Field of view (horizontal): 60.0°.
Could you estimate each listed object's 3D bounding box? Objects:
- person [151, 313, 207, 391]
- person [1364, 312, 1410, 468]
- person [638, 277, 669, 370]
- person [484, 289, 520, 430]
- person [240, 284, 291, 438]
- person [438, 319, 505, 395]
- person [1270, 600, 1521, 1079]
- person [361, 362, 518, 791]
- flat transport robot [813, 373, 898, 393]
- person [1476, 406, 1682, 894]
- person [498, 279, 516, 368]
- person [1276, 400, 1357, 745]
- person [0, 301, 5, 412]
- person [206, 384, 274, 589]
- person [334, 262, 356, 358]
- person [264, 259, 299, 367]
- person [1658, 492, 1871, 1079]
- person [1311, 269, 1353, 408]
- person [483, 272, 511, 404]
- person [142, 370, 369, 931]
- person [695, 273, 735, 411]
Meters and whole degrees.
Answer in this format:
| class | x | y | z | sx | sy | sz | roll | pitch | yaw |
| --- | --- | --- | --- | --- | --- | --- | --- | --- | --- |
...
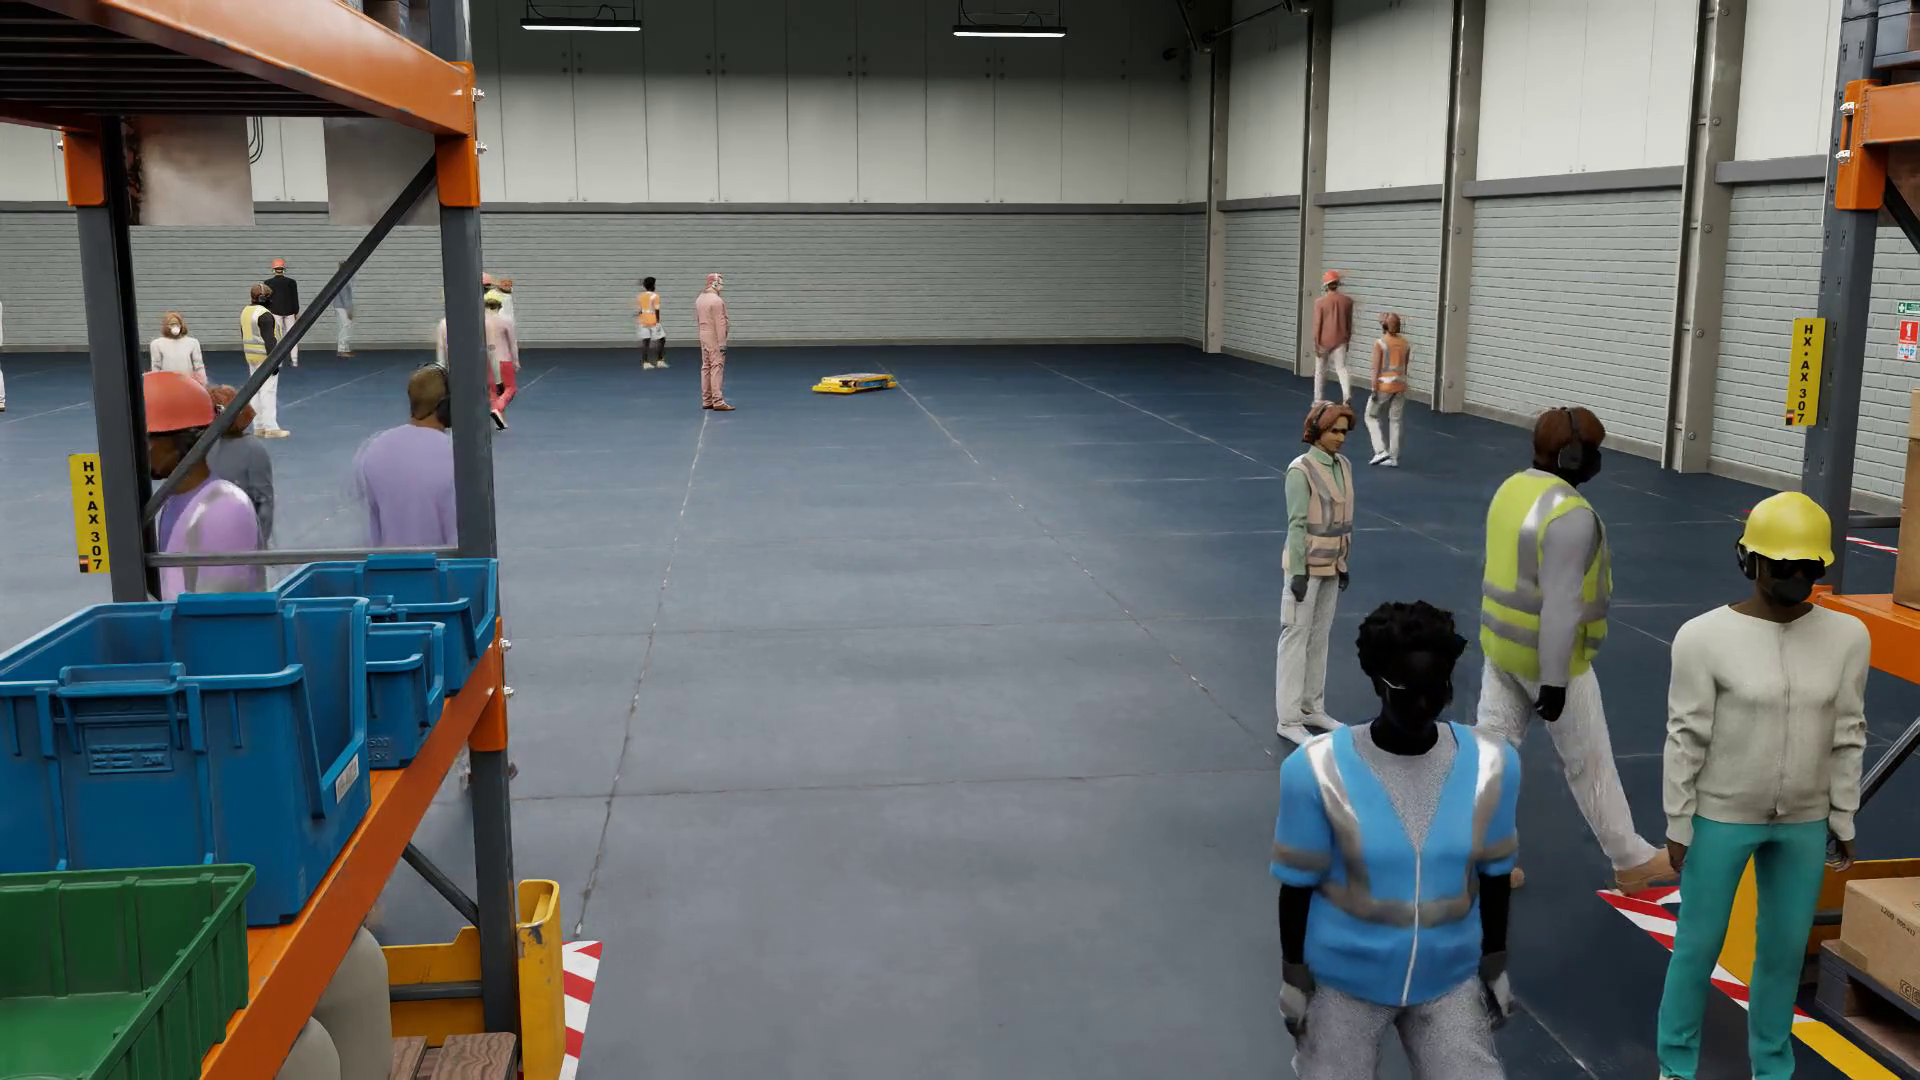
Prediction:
| class | x | y | z | sx | sy | sz | roll | pitch | yaw |
| --- | --- | --- | --- | --- | --- | --- | --- | --- | --- |
| person | -8.480 | -1.672 | 18.074 | 0.512 | 1.590 | 0.846 | -8 | 13 | -36 |
| person | 4.474 | -1.565 | 17.381 | 0.529 | 1.624 | 0.370 | -5 | 11 | -24 |
| person | -5.566 | -3.944 | 30.254 | 0.559 | 1.676 | 0.604 | 7 | 13 | 35 |
| person | -5.749 | -2.220 | 20.609 | 0.545 | 1.751 | 0.529 | 2 | 11 | 11 |
| person | -8.360 | -2.148 | 20.003 | 0.633 | 1.839 | 0.429 | 9 | 14 | 42 |
| person | -5.078 | -1.686 | 17.291 | 0.600 | 1.909 | 0.566 | 3 | 11 | 16 |
| person | 0.928 | 0.931 | 3.586 | 0.544 | 1.671 | 0.370 | -1 | 10 | -3 |
| person | -2.256 | 0.215 | 6.897 | 0.642 | 1.900 | 0.980 | 4 | 11 | 23 |
| flat transport robot | -1.630 | -2.475 | 26.094 | 0.652 | 0.197 | 1.431 | 6 | 12 | 31 |
| person | 2.228 | 0.415 | 6.046 | 0.919 | 1.798 | 0.659 | -1 | 10 | -6 |
| person | -8.297 | -3.958 | 30.486 | 0.286 | 1.632 | 0.507 | -9 | 14 | -41 |
| person | 1.708 | 0.148 | 7.963 | 0.314 | 1.639 | 0.515 | 9 | 13 | 39 |
| person | -13.374 | -2.674 | 22.701 | 0.410 | 1.909 | 0.643 | 3 | 11 | 17 |
| person | -3.846 | -0.011 | 8.850 | 0.498 | 1.633 | 0.283 | 6 | 12 | 28 |
| person | -12.351 | -4.597 | 33.285 | 0.400 | 1.899 | 0.710 | -5 | 12 | -27 |
| person | -12.595 | -4.213 | 30.894 | 0.613 | 1.994 | 0.381 | -8 | 13 | -37 |
| person | 2.126 | 0.737 | 4.416 | 0.518 | 1.757 | 0.338 | 0 | 10 | -1 |
| person | 5.197 | -2.768 | 23.082 | 0.613 | 1.960 | 0.934 | -1 | 10 | -8 |
| person | -6.635 | -2.825 | 23.509 | 0.763 | 1.914 | 0.552 | 5 | 12 | 26 |
| person | -2.413 | 0.461 | 5.293 | 0.628 | 1.986 | 1.037 | 10 | 14 | 44 |
| person | -3.404 | -2.748 | 23.126 | 0.407 | 1.902 | 0.639 | -7 | 13 | -35 |
